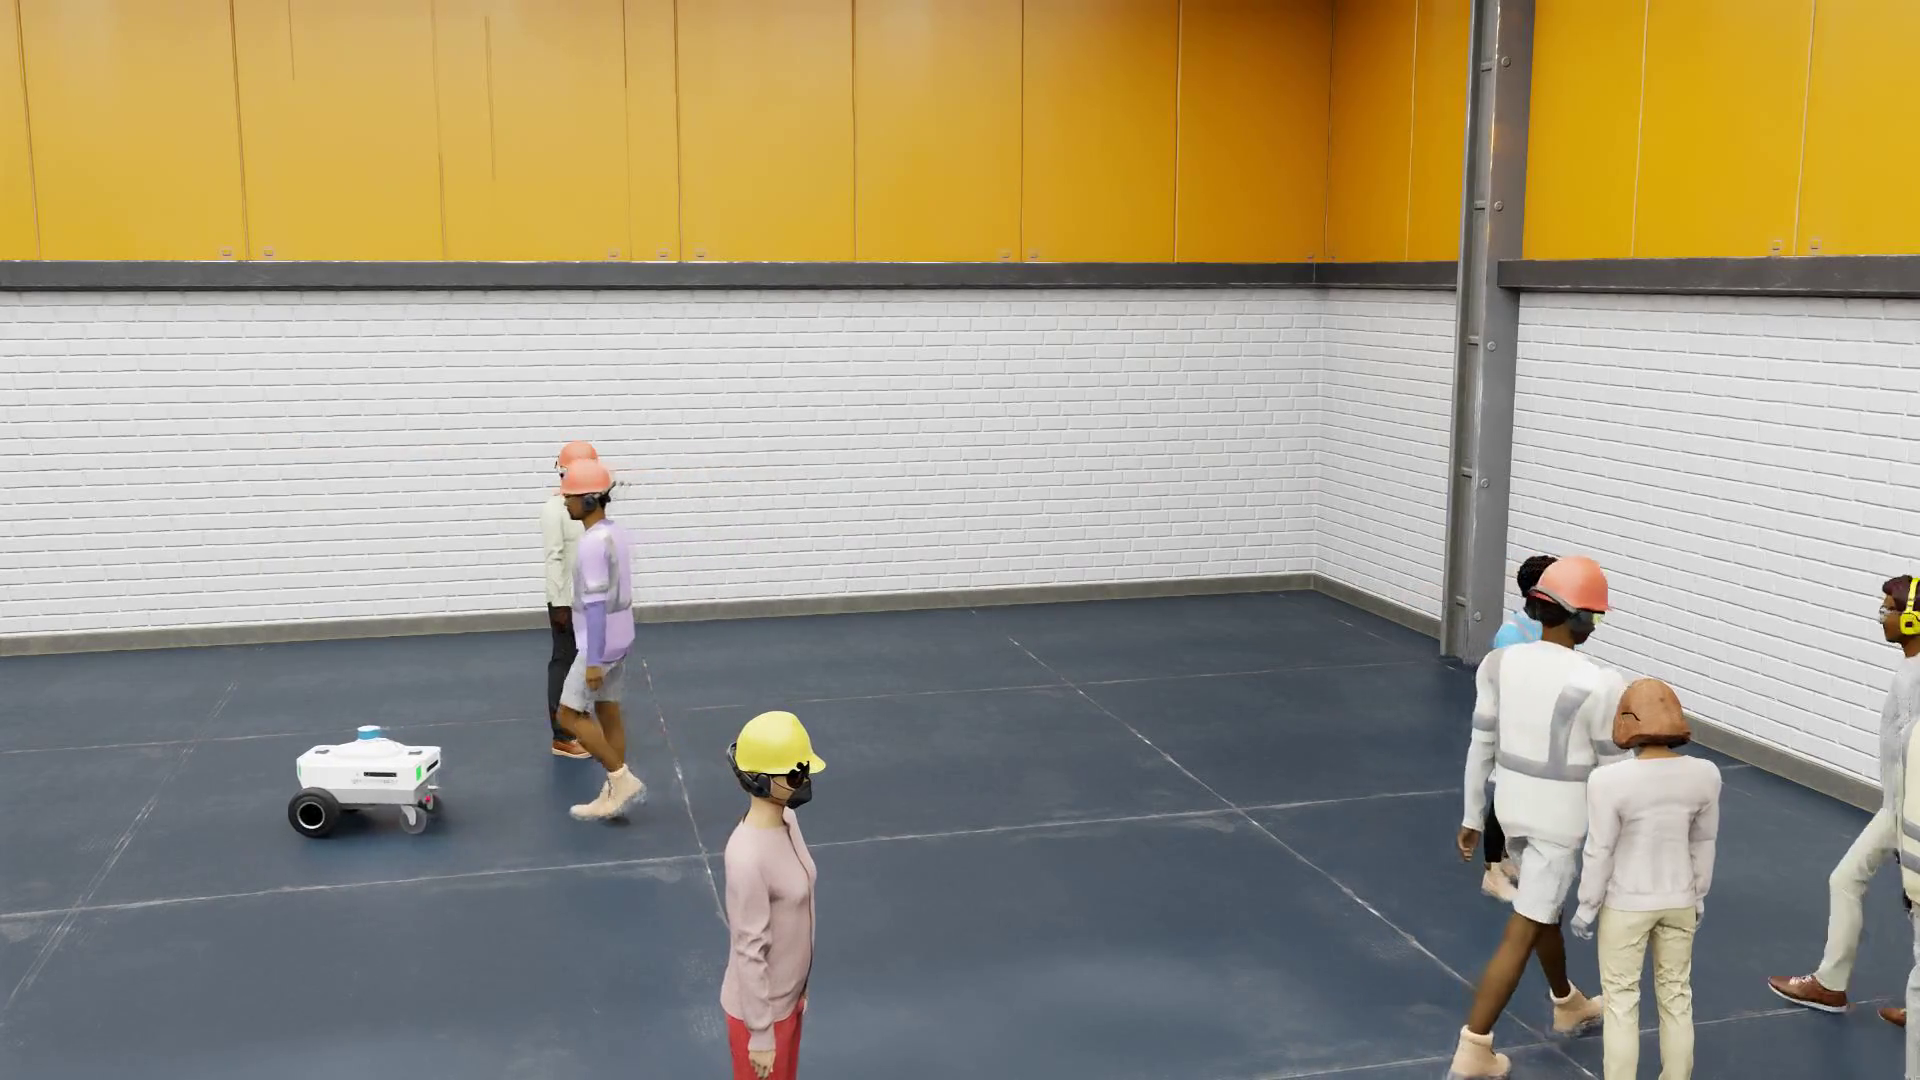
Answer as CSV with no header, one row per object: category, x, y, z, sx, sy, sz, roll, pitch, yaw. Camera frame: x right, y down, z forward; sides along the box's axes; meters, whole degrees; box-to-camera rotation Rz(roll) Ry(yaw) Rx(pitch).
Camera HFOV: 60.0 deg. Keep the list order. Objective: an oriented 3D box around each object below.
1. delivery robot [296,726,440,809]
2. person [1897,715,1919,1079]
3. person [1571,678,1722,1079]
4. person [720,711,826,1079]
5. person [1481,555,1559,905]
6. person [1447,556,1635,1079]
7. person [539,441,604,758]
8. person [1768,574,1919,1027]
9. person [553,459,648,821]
delivery robot,-3.224,1.259,9.091,0.707,0.478,0.477,0,9,2
person,3.444,1.219,5.741,0.499,1.829,0.614,0,9,-1
person,2.400,1.288,5.847,0.499,1.633,0.282,-2,9,-10
person,-0.543,1.368,4.938,0.311,1.768,0.532,1,9,5
person,2.748,0.902,8.065,0.318,1.693,0.539,8,12,41
person,2.215,1.049,6.288,1.018,1.986,0.601,-5,10,-28
person,-2.417,0.365,10.513,0.391,1.987,0.608,2,9,11
person,3.702,1.045,6.702,0.532,1.841,0.803,-8,12,-40
person,-2.003,0.568,9.105,0.421,2.029,0.644,0,9,1
